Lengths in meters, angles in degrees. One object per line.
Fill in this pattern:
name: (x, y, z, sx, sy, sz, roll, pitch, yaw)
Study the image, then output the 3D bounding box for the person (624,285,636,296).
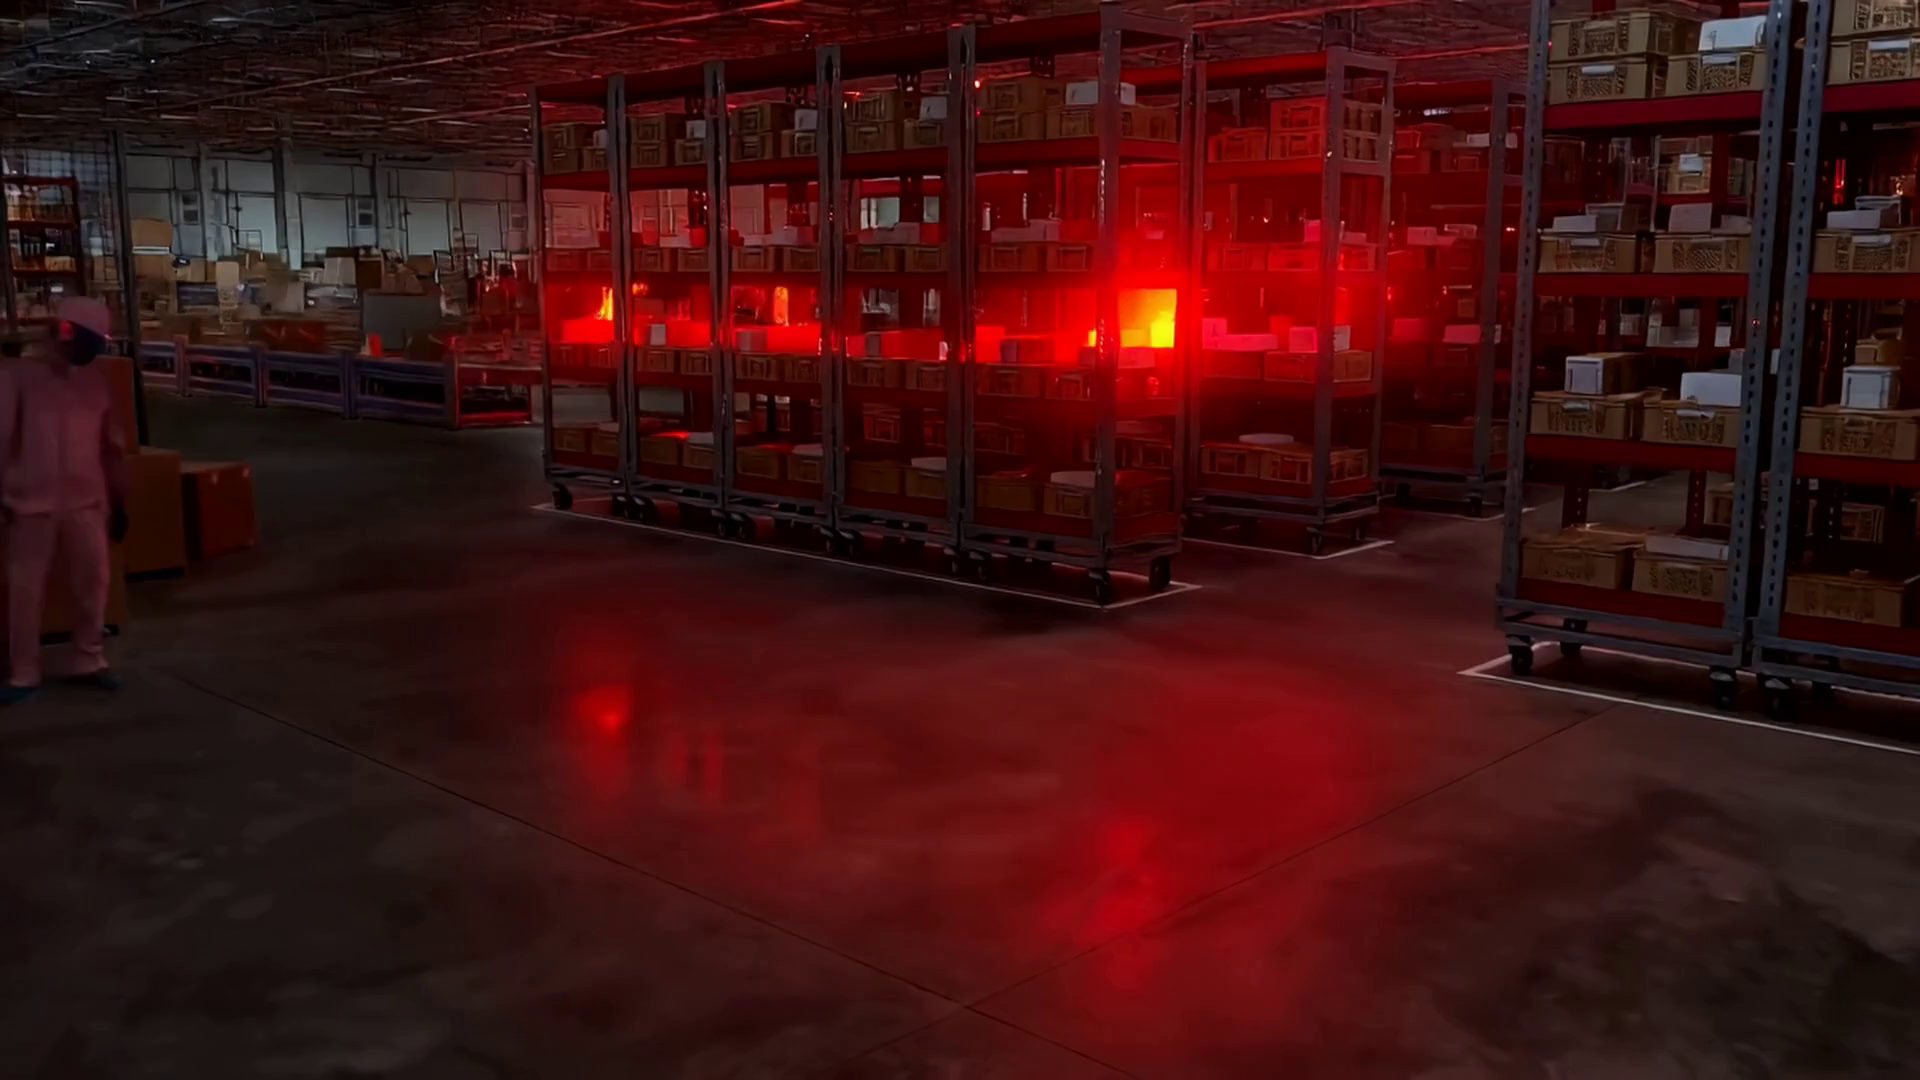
person: (-12.575, -9.142, 62.991, 0.636, 1.903, 0.447, 1, 9, 8)

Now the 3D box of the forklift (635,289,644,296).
forklift: (-17.272, -13.414, 86.192, 1.873, 2.768, 1.129, 9, 13, 43)

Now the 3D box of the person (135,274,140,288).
person: (-28.459, -8.206, 57.295, 0.976, 1.895, 0.559, -5, 10, -26)

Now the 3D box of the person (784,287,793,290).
person: (-6.414, -8.910, 61.712, 0.912, 1.858, 0.662, 2, 10, 14)

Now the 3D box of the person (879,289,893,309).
person: (-2.644, -8.295, 58.712, 0.523, 1.585, 0.825, -7, 11, -36)

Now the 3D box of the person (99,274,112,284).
person: (-35.087, -9.993, 68.321, 0.579, 1.865, 0.802, 2, 9, 11)

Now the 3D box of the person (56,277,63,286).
person: (-43.138, -11.847, 79.828, 0.962, 1.817, 0.520, -4, 10, -22)

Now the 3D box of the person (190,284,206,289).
person: (-32.013, -10.300, 70.094, 0.637, 1.886, 0.984, 3, 10, 17)

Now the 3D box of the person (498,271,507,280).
person: (-25.609, -14.039, 92.931, 0.587, 1.928, 0.362, -3, 10, -20)

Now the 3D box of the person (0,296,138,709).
person: (-4.347, -0.171, 7.894, 0.390, 1.949, 0.768, 8, 12, 40)

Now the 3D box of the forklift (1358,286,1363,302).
forklift: (11.100, -7.017, 46.970, 1.873, 2.768, 1.129, 9, 13, 43)

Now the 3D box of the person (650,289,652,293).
person: (-16.984, -13.959, 92.627, 1.056, 1.872, 0.636, -7, 12, -38)

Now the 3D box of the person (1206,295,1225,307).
person: (3.280, -2.328, 21.538, 0.605, 1.791, 0.807, 1, 9, 8)

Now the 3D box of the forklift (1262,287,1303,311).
forklift: (10.769, -8.203, 54.240, 1.129, 2.768, 1.873, 8, 12, 42)

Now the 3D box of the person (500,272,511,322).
person: (-17.584, -9.354, 64.135, 0.573, 1.944, 0.652, -1, 9, -6)

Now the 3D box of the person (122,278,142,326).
person: (-23.075, -6.477, 46.499, 0.990, 1.942, 0.647, -5, 10, -26)

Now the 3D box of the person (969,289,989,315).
person: (0.192, -2.459, 21.632, 0.500, 2.028, 0.612, -3, 10, -16)

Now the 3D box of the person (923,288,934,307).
person: (-1.259, -8.205, 56.930, 0.597, 1.995, 0.904, -9, 13, -42)

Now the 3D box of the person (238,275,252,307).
person: (-19.050, -6.099, 44.333, 0.411, 1.909, 0.604, -4, 10, -24)

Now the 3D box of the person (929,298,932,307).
person: (-1.204, -8.632, 60.642, 0.894, 1.647, 0.531, 2, 10, 15)

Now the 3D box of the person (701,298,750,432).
person: (-3.010, -2.203, 20.944, 0.779, 1.724, 0.541, -6, 11, -34)

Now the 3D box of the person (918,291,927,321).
person: (-1.034, -5.626, 41.706, 0.403, 1.818, 0.601, -4, 10, -21)
